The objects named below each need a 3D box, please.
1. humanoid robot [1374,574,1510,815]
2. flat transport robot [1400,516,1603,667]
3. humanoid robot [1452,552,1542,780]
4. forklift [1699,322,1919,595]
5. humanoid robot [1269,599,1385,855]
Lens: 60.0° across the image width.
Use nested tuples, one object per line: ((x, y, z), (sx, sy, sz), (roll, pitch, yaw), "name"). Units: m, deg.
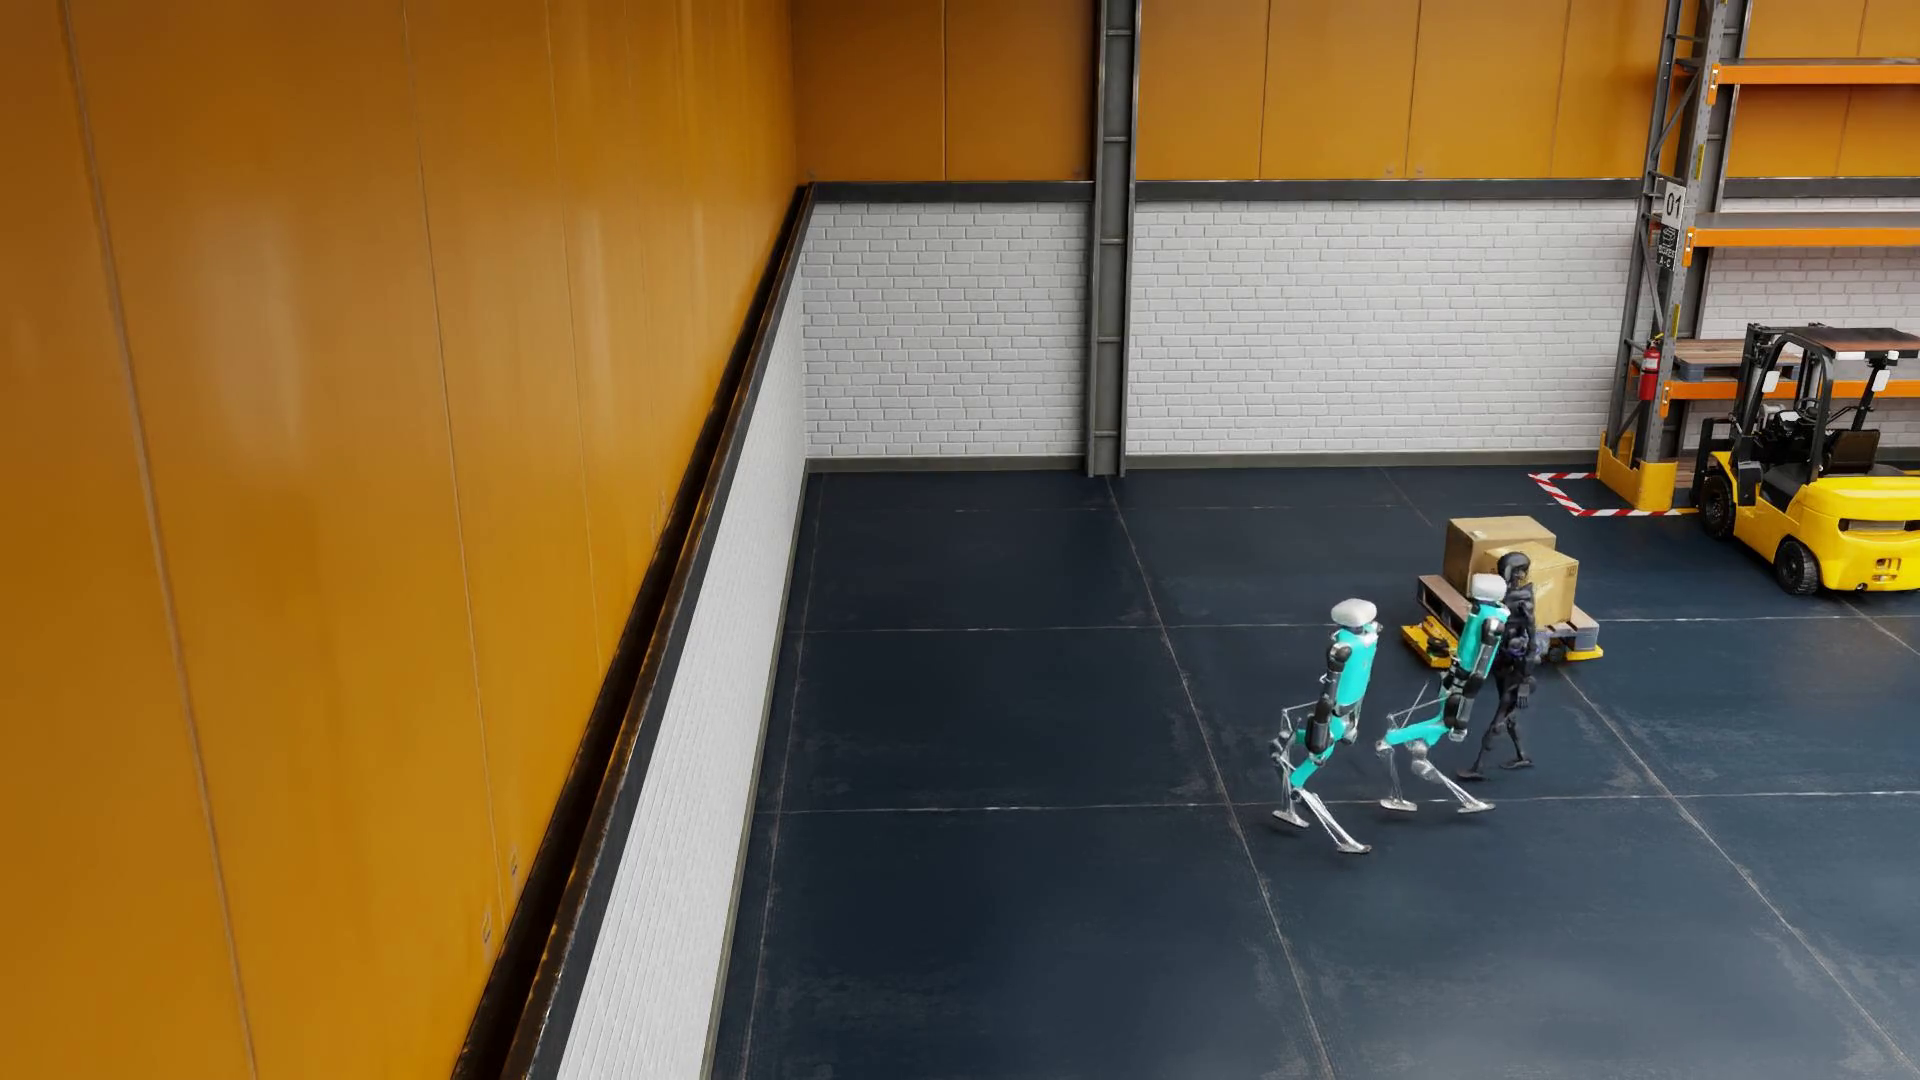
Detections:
((3.007, 1.036, 10.615), (0.993, 1.728, 0.530), (3, 20, 8), "humanoid robot")
((4.367, 0.781, 13.435), (1.431, 0.231, 0.659), (-3, 20, -7), "flat transport robot")
((3.684, 0.844, 11.267), (0.709, 1.626, 0.611), (-4, 21, -10), "humanoid robot")
((7.809, -0.792, 14.926), (1.214, 2.155, 2.313), (-1, 20, -2), "forklift")
((2.197, 1.131, 10.343), (0.985, 1.727, 0.543), (17, 26, 38), "humanoid robot")
